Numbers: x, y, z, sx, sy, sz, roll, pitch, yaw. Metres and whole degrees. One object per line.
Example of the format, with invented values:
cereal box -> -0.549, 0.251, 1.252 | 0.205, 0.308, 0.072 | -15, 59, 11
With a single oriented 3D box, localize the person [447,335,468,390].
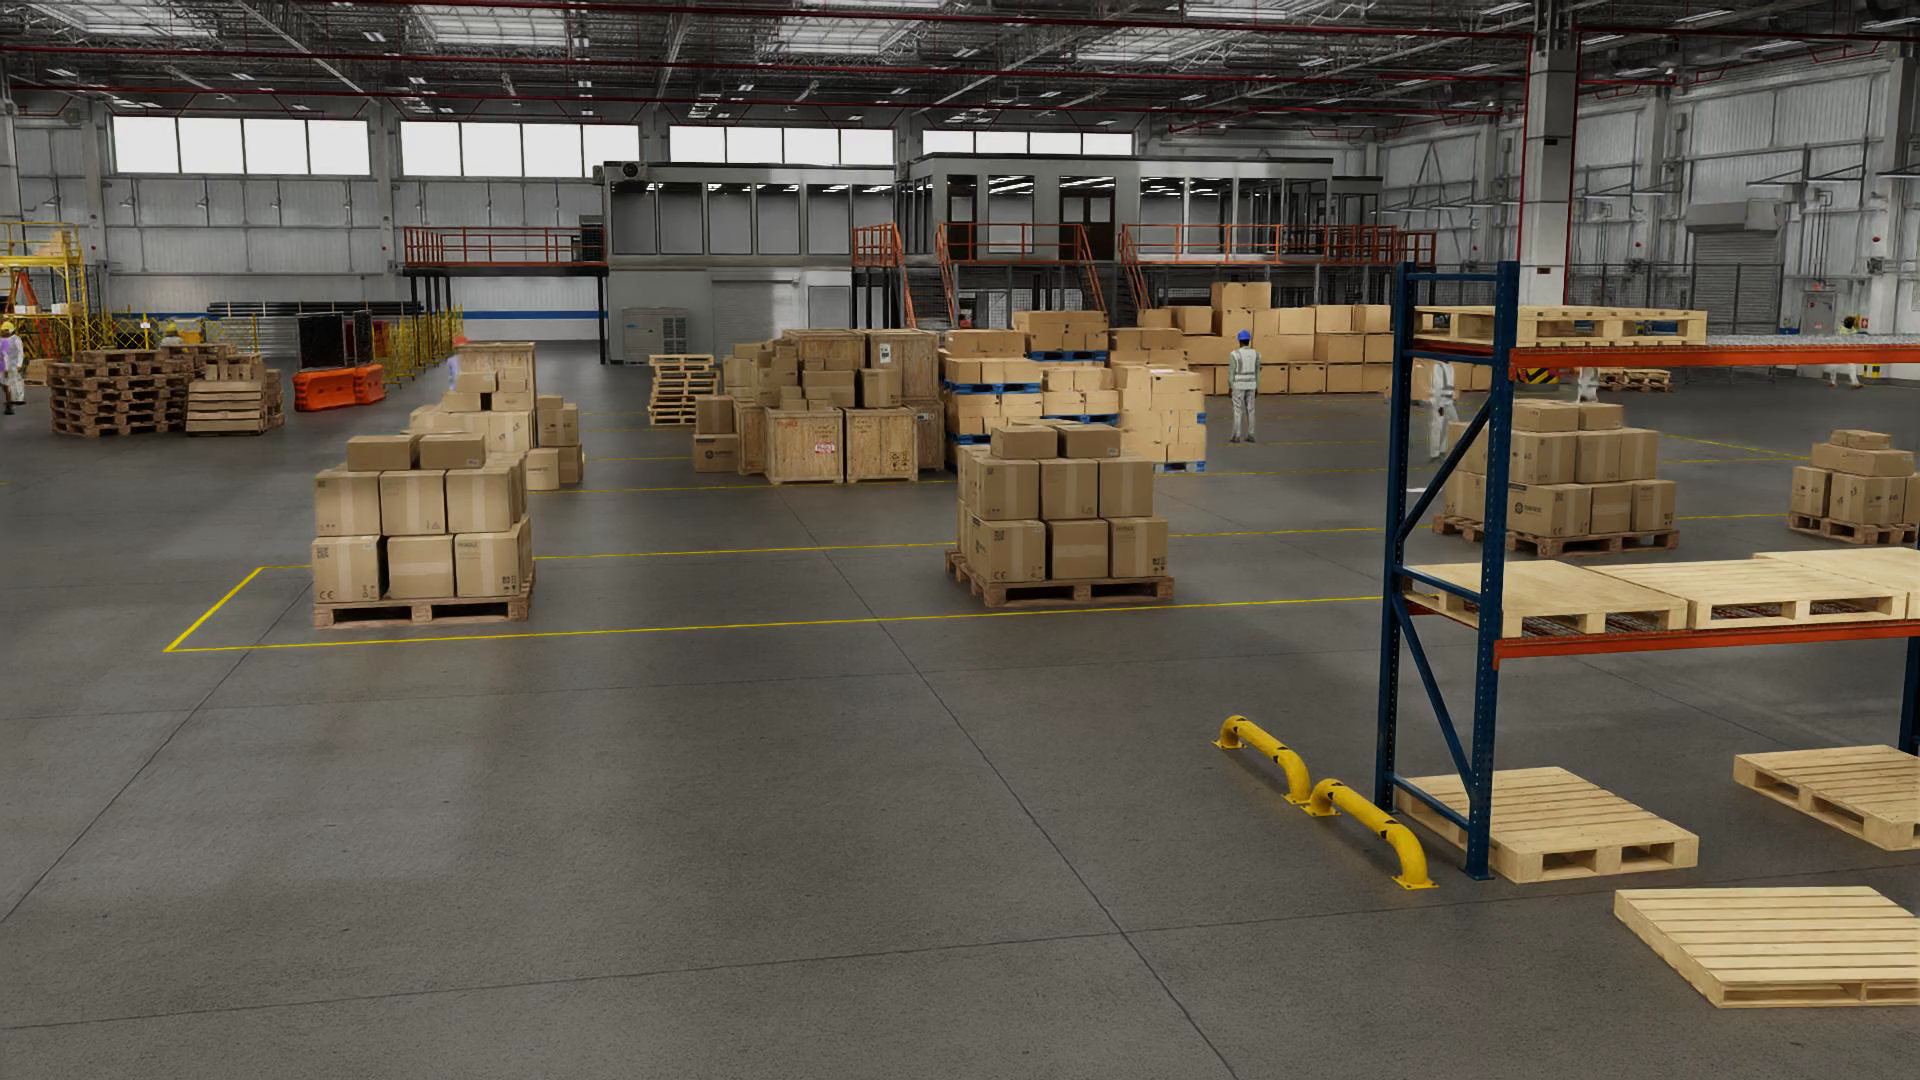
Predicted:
person -> -8.021, -2.338, 26.799 | 0.589, 1.914, 0.603 | 1, 9, 9

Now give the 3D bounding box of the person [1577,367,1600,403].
person -> 10.653, -2.515, 28.146 | 1.016, 1.830, 0.594 | 3, 10, 17

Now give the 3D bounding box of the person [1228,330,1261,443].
person -> 4.868, -2.631, 28.545 | 0.600, 1.940, 0.418 | -4, 10, -22

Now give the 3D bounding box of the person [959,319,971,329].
person -> 0.131, -3.659, 34.857 | 0.549, 1.917, 0.808 | -7, 12, -36

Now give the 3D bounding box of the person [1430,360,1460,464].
person -> 7.443, -2.085, 25.404 | 0.523, 1.867, 0.615 | 8, 12, 40

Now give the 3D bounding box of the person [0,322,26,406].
person -> -20.557, -3.815, 36.064 | 0.600, 1.829, 0.404 | 5, 11, 30

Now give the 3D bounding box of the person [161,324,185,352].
person -> -17.825, -4.041, 37.752 | 0.513, 1.728, 0.391 | -2, 10, -12

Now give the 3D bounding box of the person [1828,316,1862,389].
person -> 21.913, -4.621, 41.108 | 0.622, 1.792, 0.963 | -1, 9, -8

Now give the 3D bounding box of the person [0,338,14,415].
person -> -19.499, -3.438, 33.596 | 0.568, 1.891, 0.957 | -1, 9, -4

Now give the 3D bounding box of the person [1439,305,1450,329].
person -> 14.968, -6.289, 51.101 | 0.514, 1.845, 0.338 | 4, 10, 24

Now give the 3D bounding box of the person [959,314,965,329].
person -> 0.023, -4.432, 39.605 | 0.452, 1.904, 0.627 | -3, 10, -17
